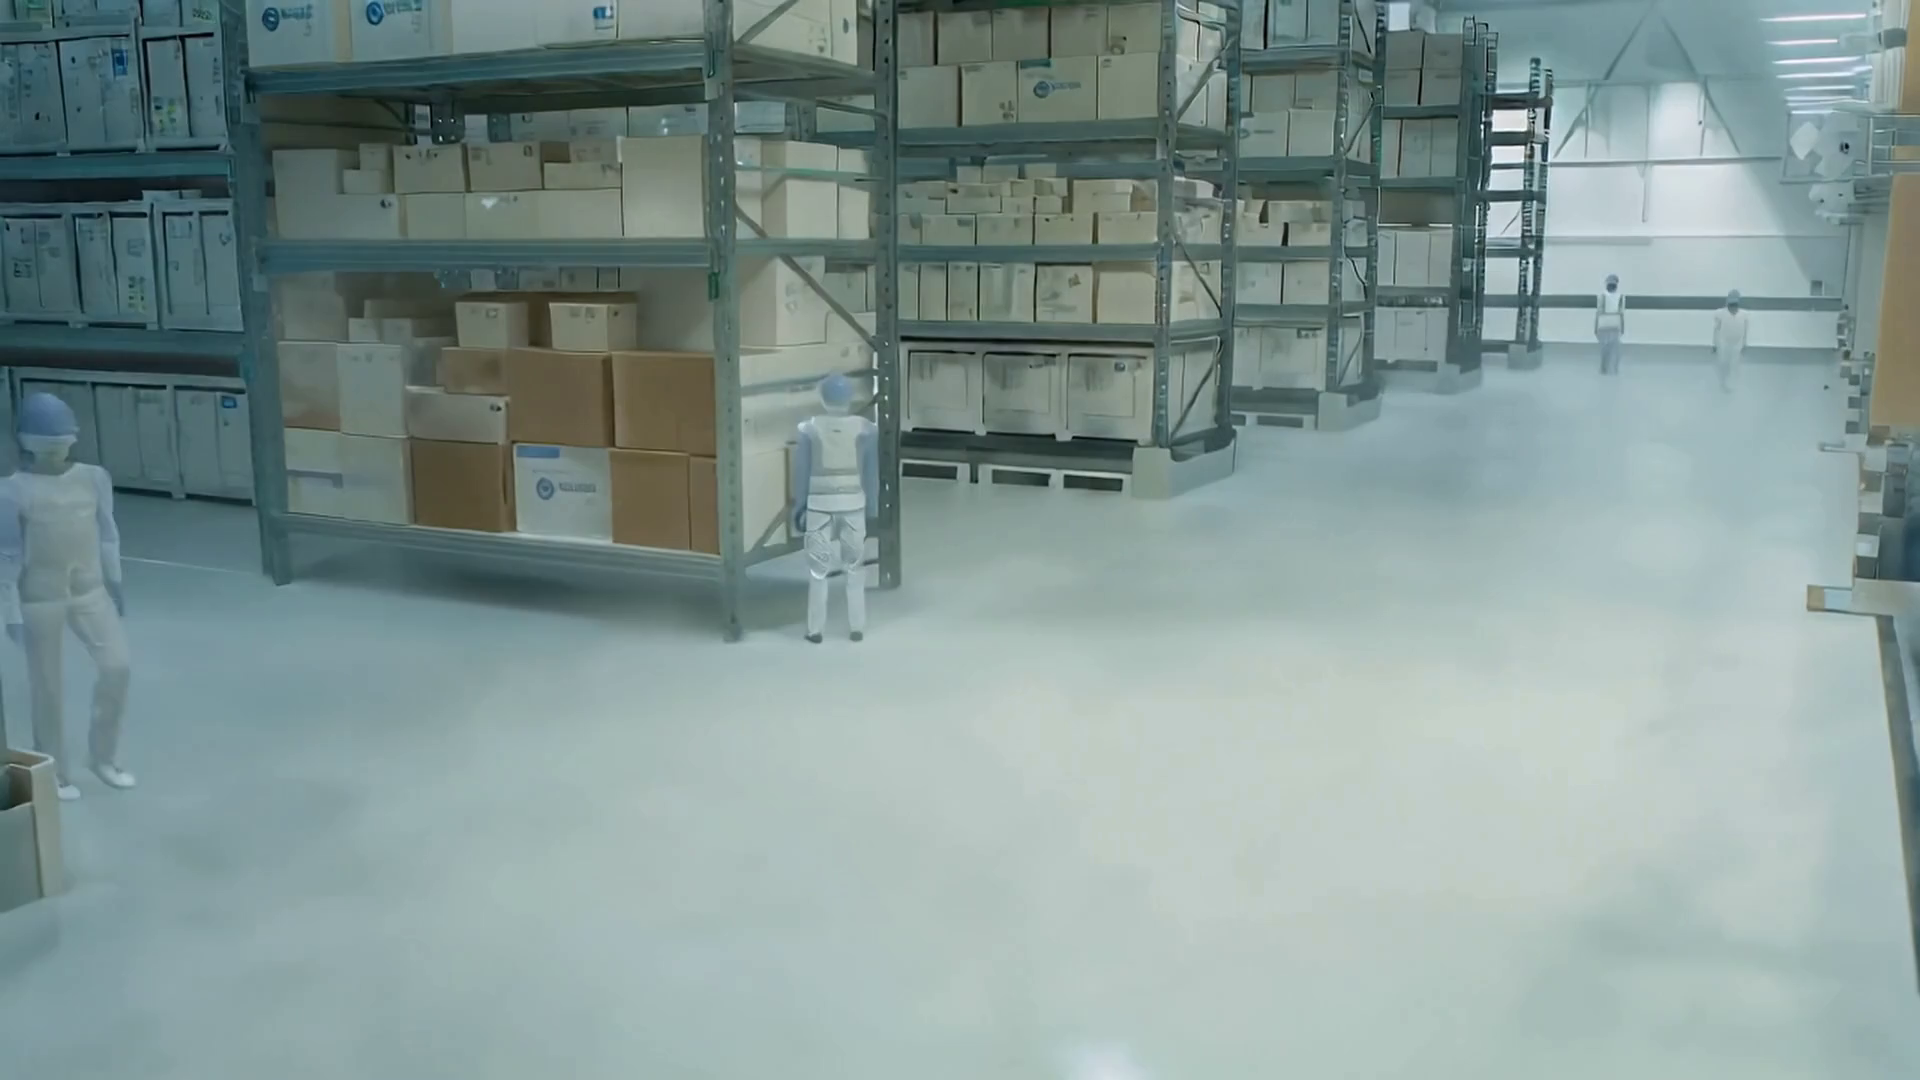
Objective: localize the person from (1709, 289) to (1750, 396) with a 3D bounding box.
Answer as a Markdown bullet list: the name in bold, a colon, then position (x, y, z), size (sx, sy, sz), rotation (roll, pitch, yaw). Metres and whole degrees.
- **person**: position (12.512, -3.192, 27.012), size (0.589, 1.733, 0.591), rotation (3, 10, 15)

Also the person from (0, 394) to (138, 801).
- **person**: position (-3.776, 0.258, 7.025), size (0.534, 1.748, 0.548), rotation (7, 12, 36)

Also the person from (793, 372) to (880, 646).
- **person**: position (-0.730, -0.177, 9.899), size (0.522, 1.631, 0.317), rotation (-2, 10, -13)

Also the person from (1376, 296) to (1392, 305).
- **person**: position (9.811, -5.310, 38.940), size (0.986, 1.854, 0.656), rotation (7, 12, 33)

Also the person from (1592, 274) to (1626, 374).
- **person**: position (12.551, -4.180, 32.213), size (0.550, 1.921, 0.399), rotation (1, 10, 5)
